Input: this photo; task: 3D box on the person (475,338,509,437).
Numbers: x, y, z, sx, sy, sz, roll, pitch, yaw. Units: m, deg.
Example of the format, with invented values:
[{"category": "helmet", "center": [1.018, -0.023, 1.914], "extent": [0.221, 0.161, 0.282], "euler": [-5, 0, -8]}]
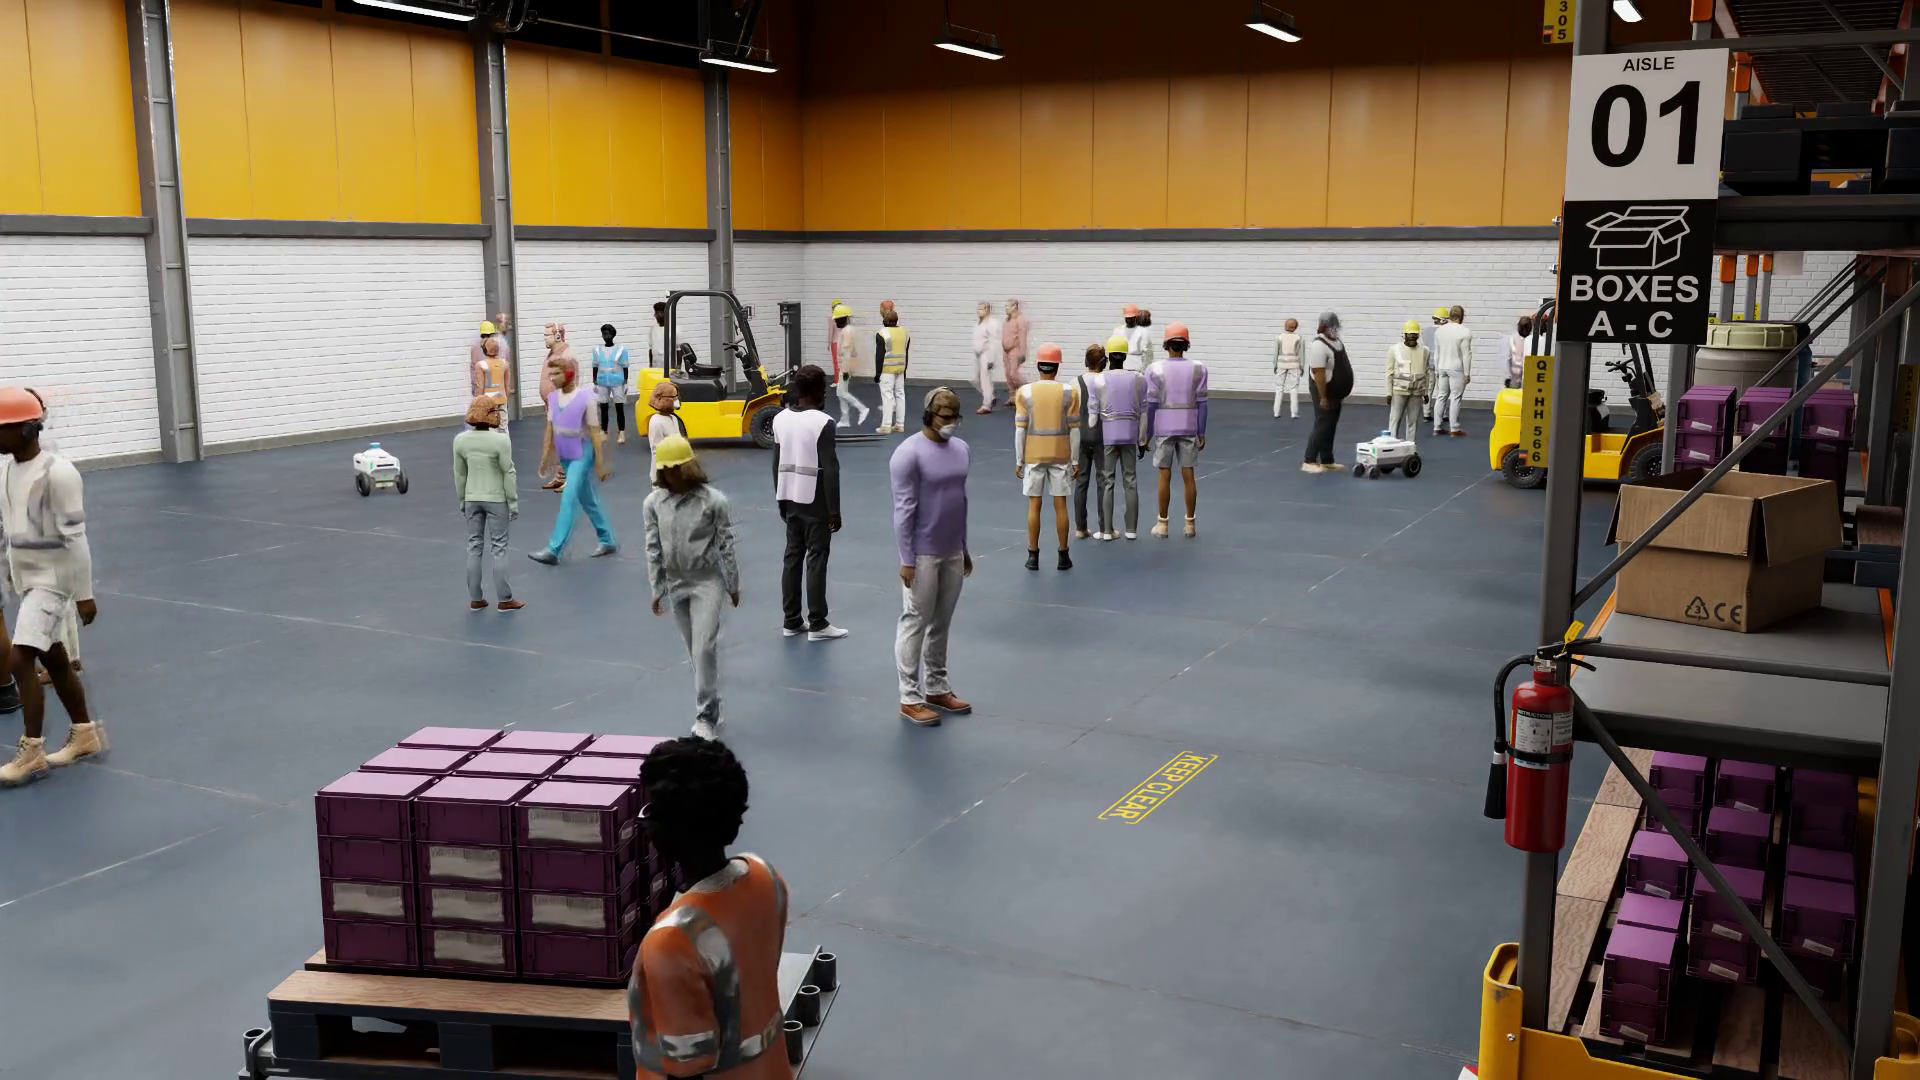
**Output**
[{"category": "person", "center": [-5.793, -1.682, 20.627], "extent": [0.309, 1.641, 0.515], "euler": [6, 12, 32]}]

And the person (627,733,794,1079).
[{"category": "person", "center": [-0.525, 1.241, 3.538], "extent": [0.317, 1.696, 0.540], "euler": [2, 10, 13]}]

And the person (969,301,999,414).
[{"category": "person", "center": [0.390, -3.049, 27.800], "extent": [0.425, 1.891, 0.674], "euler": [-4, 11, -24]}]

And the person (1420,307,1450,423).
[{"category": "person", "center": [7.572, -2.765, 26.355], "extent": [0.404, 1.829, 0.592], "euler": [-8, 13, -39]}]

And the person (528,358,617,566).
[{"category": "person", "center": [-3.381, -0.687, 14.461], "extent": [0.575, 1.783, 0.990], "euler": [9, 13, 41]}]

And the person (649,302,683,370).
[{"category": "person", "center": [-4.434, -2.601, 25.001], "extent": [0.609, 1.965, 0.368], "euler": [5, 11, 28]}]

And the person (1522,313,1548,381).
[{"category": "person", "center": [7.788, -2.122, 22.468], "extent": [0.356, 1.885, 0.574], "euler": [-1, 10, -6]}]

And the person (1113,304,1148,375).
[{"category": "person", "center": [2.557, -2.603, 25.142], "extent": [0.549, 1.928, 0.482], "euler": [2, 10, 13]}]

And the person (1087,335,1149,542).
[{"category": "person", "center": [1.459, -0.944, 15.522], "extent": [0.584, 1.927, 0.367], "euler": [-2, 10, -11]}]

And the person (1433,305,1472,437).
[{"category": "person", "center": [7.207, -2.468, 24.351], "extent": [0.367, 1.933, 0.631], "euler": [-7, 12, -34]}]

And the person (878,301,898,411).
[{"category": "person", "center": [-1.203, -3.120, 28.279], "extent": [0.343, 1.883, 0.602], "euler": [-2, 10, -12]}]

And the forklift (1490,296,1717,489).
[{"category": "forklift", "center": [7.296, -1.677, 18.993], "extent": [2.313, 2.155, 1.214], "euler": [5, 11, 27]}]

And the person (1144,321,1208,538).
[{"category": "person", "center": [2.029, -1.037, 15.723], "extent": [0.605, 2.045, 0.377], "euler": [-1, 10, -4]}]

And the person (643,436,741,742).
[{"category": "person", "center": [-1.489, 0.270, 9.124], "extent": [0.490, 1.699, 0.694], "euler": [3, 10, 18]}]

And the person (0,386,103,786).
[{"category": "person", "center": [-4.791, 0.235, 8.455], "extent": [0.628, 2.008, 0.824], "euler": [7, 12, 34]}]

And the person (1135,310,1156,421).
[{"category": "person", "center": [2.802, -2.737, 26.279], "extent": [0.930, 1.806, 0.636], "euler": [1, 10, 3]}]

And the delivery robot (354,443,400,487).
[{"category": "delivery robot", "center": [-6.540, -0.843, 18.637], "extent": [0.477, 0.478, 0.707], "euler": [-7, 12, -34]}]

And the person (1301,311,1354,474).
[{"category": "person", "center": [4.528, -1.833, 20.345], "extent": [0.548, 2.000, 0.742], "euler": [5, 11, 27]}]

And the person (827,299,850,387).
[{"category": "person", "center": [-2.435, -3.937, 33.341], "extent": [0.523, 1.760, 0.329], "euler": [-8, 12, -38]}]

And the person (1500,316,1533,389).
[{"category": "person", "center": [8.108, -2.357, 24.117], "extent": [0.614, 1.801, 0.935], "euler": [0, 10, 2]}]

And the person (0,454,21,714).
[{"category": "person", "center": [-5.755, 0.075, 9.618], "extent": [0.542, 1.930, 0.366], "euler": [-5, 11, -26]}]

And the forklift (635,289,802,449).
[{"category": "forklift", "center": [-3.358, -2.392, 23.136], "extent": [2.313, 2.155, 1.214], "euler": [-1, 10, -5]}]

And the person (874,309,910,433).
[{"category": "person", "center": [-1.040, -2.518, 24.877], "extent": [0.429, 1.846, 0.625], "euler": [10, 14, 44]}]

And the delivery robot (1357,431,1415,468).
[{"category": "delivery robot", "center": [5.103, -1.069, 19.944], "extent": [0.707, 0.478, 0.477], "euler": [-6, 11, -29]}]

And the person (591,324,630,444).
[{"category": "person", "center": [-4.920, -2.193, 23.419], "extent": [0.540, 1.696, 0.317], "euler": [1, 10, 4]}]

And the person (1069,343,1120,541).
[{"category": "person", "center": [1.258, -0.911, 15.567], "extent": [0.506, 1.847, 0.350], "euler": [5, 11, 29]}]

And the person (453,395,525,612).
[{"category": "person", "center": [-3.542, -0.271, 12.477], "extent": [0.497, 1.633, 0.283], "euler": [3, 10, 15]}]

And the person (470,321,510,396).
[{"category": "person", "center": [-6.394, -2.091, 22.635], "extent": [0.533, 1.765, 0.330], "euler": [0, 10, -2]}]

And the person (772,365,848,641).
[{"category": "person", "center": [-1.065, -0.258, 11.580], "extent": [0.596, 1.916, 0.373], "euler": [9, 13, 41]}]

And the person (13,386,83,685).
[{"category": "person", "center": [-5.741, -0.020, 10.362], "extent": [0.309, 1.863, 0.535], "euler": [-2, 10, -12]}]

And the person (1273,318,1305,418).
[{"category": "person", "center": [5.347, -2.792, 27.081], "extent": [0.526, 1.634, 0.310], "euler": [4, 11, 22]}]

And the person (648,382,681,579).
[{"category": "person", "center": [-2.419, -0.495, 13.773], "extent": [0.284, 1.633, 0.500], "euler": [1, 10, 7]}]

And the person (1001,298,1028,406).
[{"category": "person", "center": [0.921, -3.275, 29.103], "extent": [0.453, 1.897, 0.666], "euler": [-6, 11, -30]}]

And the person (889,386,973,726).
[{"category": "person", "center": [-0.146, 0.085, 9.573], "extent": [0.388, 1.932, 0.635], "euler": [8, 12, 37]}]

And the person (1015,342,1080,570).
[{"category": "person", "center": [0.740, -0.706, 14.120], "extent": [0.551, 1.934, 0.373], "euler": [0, 10, 2]}]

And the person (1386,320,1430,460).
[{"category": "person", "center": [5.793, -1.927, 21.487], "extent": [0.591, 1.833, 0.404], "euler": [-1, 10, -7]}]

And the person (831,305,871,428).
[{"category": "person", "center": [-1.712, -2.649, 25.458], "extent": [0.534, 1.903, 0.603], "euler": [-1, 10, -8]}]

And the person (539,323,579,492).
[{"category": "person", "center": [-4.538, -1.494, 18.769], "extent": [0.405, 1.906, 0.653], "euler": [-7, 12, -34]}]

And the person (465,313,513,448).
[{"category": "person", "center": [-6.429, -2.154, 22.712], "extent": [0.634, 1.870, 0.669], "euler": [-8, 13, -40]}]
